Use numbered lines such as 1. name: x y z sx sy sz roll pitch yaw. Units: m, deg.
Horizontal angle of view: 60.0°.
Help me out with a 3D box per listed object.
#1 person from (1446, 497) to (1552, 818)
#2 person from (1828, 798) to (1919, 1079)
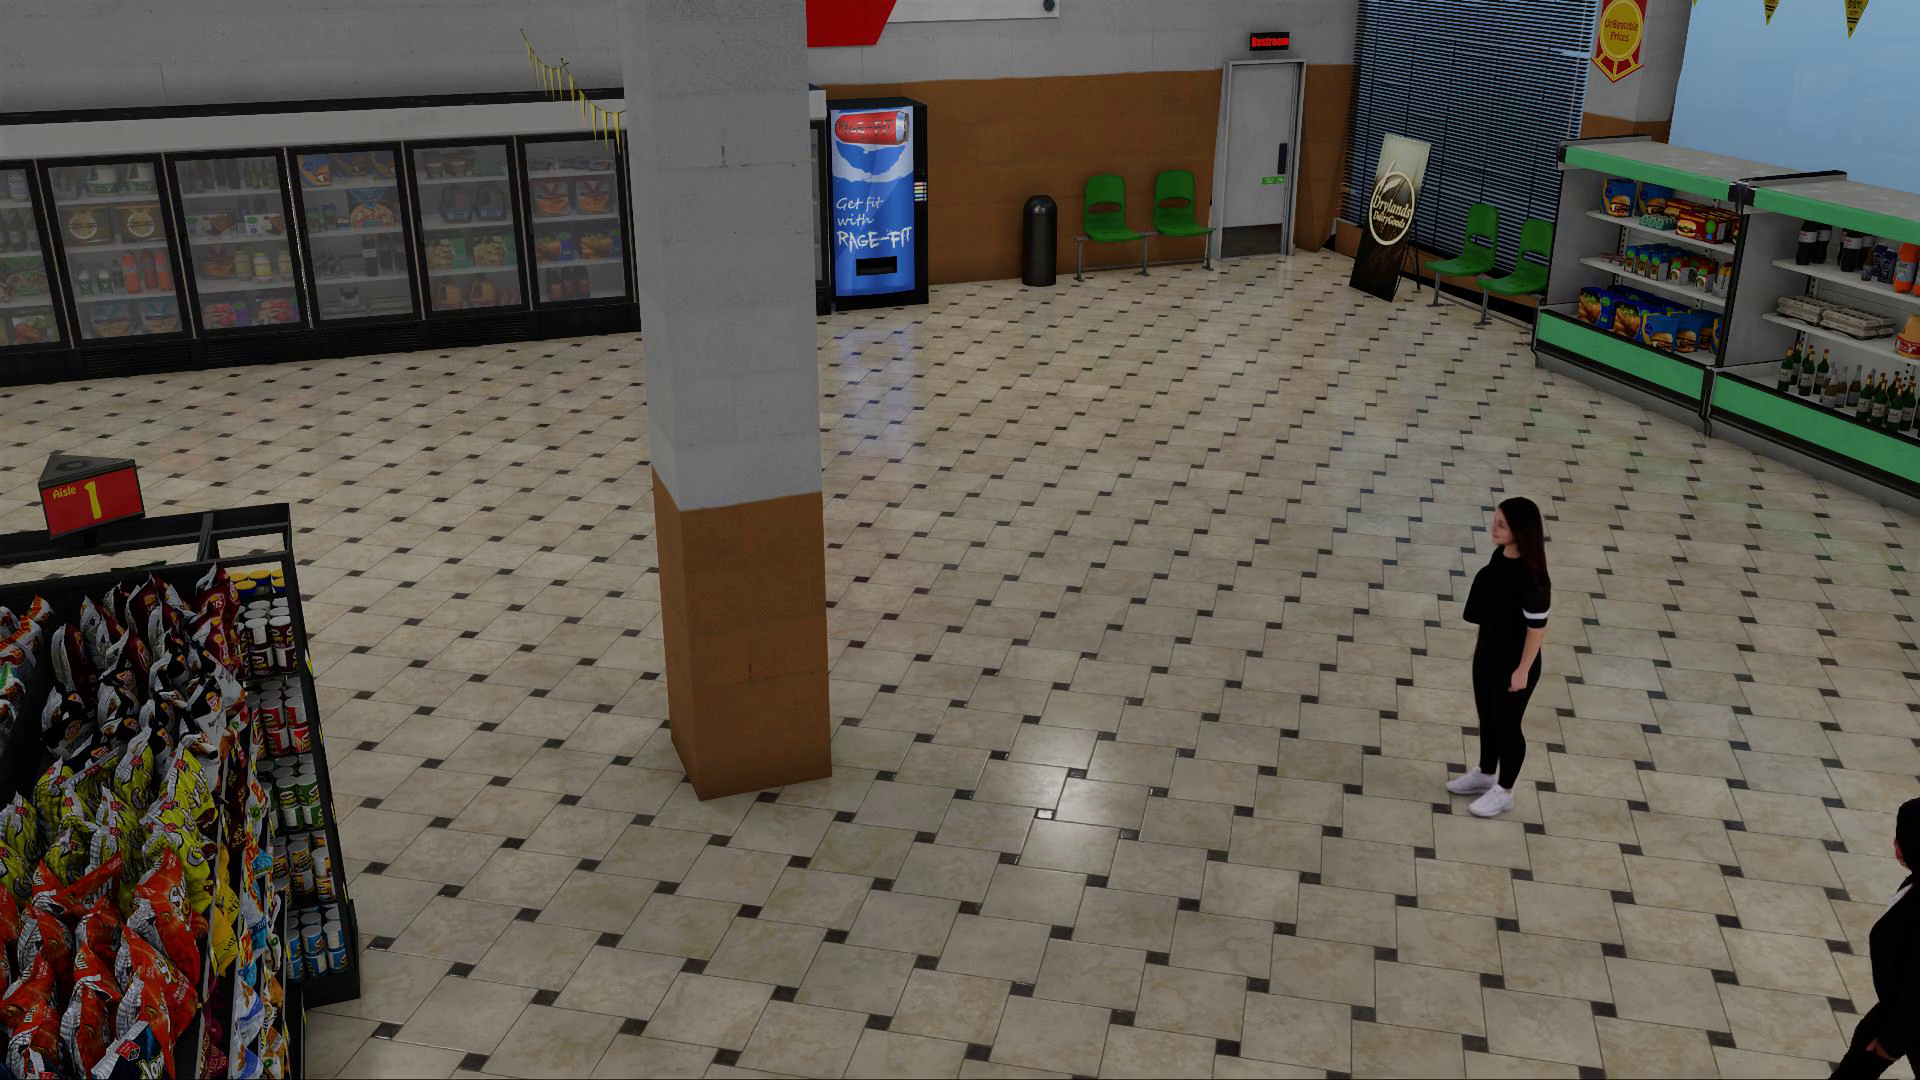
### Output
1. person: 2.630 0.556 8.009 0.693 1.639 0.554 -5 22 -12
2. person: 3.322 1.603 5.505 1.119 1.564 1.021 15 27 34
